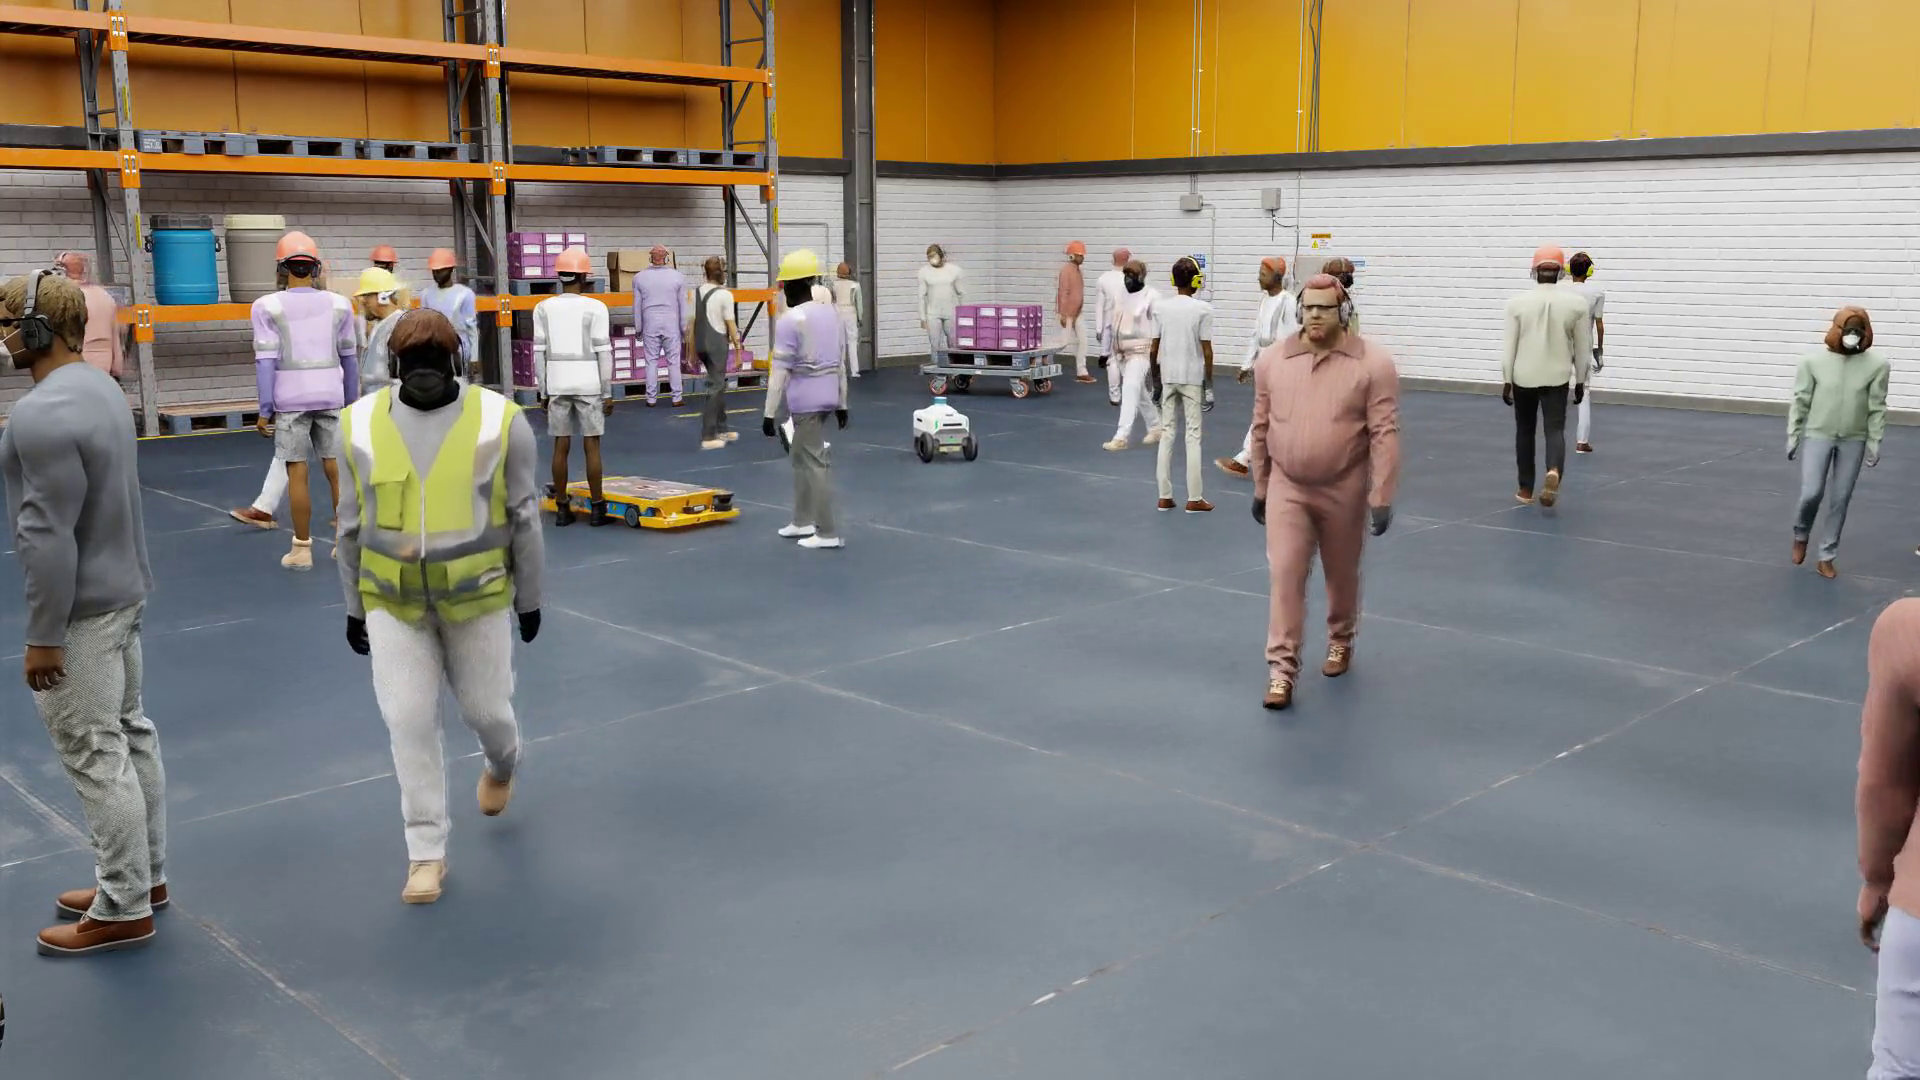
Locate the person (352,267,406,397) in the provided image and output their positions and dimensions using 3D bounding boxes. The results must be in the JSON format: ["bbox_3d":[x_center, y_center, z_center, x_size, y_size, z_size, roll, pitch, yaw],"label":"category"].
[{"bbox_3d":[-3.731,-0.877,10.950,0.422,1.809,0.687,-6,12,-30],"label":"person"}]

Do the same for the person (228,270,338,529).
[{"bbox_3d":[-4.509,-0.967,11.365,0.576,1.833,0.941,10,14,42],"label":"person"}]

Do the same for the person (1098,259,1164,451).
[{"bbox_3d":[1.695,-1.773,15.892,0.937,1.804,0.627,-8,13,-36],"label":"person"}]

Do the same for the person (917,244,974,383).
[{"bbox_3d":[-0.191,-3.035,22.501,0.793,1.899,0.448,-1,10,-7],"label":"person"}]

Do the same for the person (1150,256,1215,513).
[{"bbox_3d":[1.629,-1.133,12.190,0.513,1.872,0.331,7,12,32],"label":"person"}]

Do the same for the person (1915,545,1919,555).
[{"bbox_3d":[6.207,-0.756,10.296,0.326,1.857,0.556,3,11,16],"label":"person"}]

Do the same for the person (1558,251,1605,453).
[{"bbox_3d":[5.736,-1.745,15.524,0.532,1.871,0.319,4,11,23],"label":"person"}]

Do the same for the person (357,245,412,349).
[{"bbox_3d":[-5.890,-2.098,17.336,0.560,1.915,0.740,3,11,14],"label":"person"}]

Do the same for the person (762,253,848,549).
[{"bbox_3d":[-1.063,-0.892,10.765,0.713,1.900,0.629,6,12,29],"label":"person"}]

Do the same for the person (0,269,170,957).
[{"bbox_3d":[-2.501,0.206,4.743,0.364,1.934,0.630,-2,11,-13],"label":"person"}]

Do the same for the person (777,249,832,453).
[{"bbox_3d":[-1.462,-1.747,15.460,0.593,1.906,0.801,7,12,33],"label":"person"}]

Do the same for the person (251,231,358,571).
[{"bbox_3d":[-3.965,-0.835,10.090,0.615,2.041,0.376,-9,14,-41],"label":"person"}]

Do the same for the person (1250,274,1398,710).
[{"bbox_3d":[1.603,-0.242,7.373,0.661,1.862,0.985,4,11,22],"label":"person"}]

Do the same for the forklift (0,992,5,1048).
[{"bbox_3d":[-3.245,0.323,3.363,2.313,2.155,1.214,2,11,13],"label":"forklift"}]

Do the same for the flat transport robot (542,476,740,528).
[{"bbox_3d":[-2.309,-0.288,11.946,1.431,0.197,0.652,9,14,40],"label":"flat transport robot"}]

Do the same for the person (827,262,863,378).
[{"bbox_3d":[-1.638,-3.115,23.627,0.523,1.638,0.310,1,10,4],"label":"person"}]

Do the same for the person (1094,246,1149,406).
[{"bbox_3d":[1.910,-2.518,19.664,0.663,1.894,0.516,0,10,2],"label":"person"}]

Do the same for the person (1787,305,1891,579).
[{"bbox_3d":[5.178,-0.578,9.839,0.499,1.616,0.371,3,11,16],"label":"person"}]

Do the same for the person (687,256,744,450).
[{"bbox_3d":[-2.266,-1.787,15.881,0.515,1.820,0.739,8,13,37],"label":"person"}]

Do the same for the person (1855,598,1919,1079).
[{"bbox_3d":[1.775,0.663,2.792,0.572,1.747,0.485,10,14,44],"label":"person"}]

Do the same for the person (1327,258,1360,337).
[{"bbox_3d":[3.306,-1.627,15.006,0.658,1.824,0.635,-1,10,-7],"label":"person"}]

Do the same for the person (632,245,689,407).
[{"bbox_3d":[-3.520,-2.515,19.622,0.651,1.907,0.409,-1,10,-6],"label":"person"}]

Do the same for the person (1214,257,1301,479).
[{"bbox_3d":[2.555,-1.426,13.863,0.955,1.833,0.590,-2,11,-11],"label":"person"}]

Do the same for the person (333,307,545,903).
[{"bbox_3d":[-1.632,0.165,5.280,0.626,1.816,0.734,-1,10,-8],"label":"person"}]

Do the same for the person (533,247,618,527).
[{"bbox_3d":[-2.675,-1.057,11.591,0.548,1.937,0.379,1,10,8],"label":"person"}]

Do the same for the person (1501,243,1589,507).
[{"bbox_3d":[4.339,-1.207,12.341,0.623,1.968,0.811,2,11,13],"label":"person"}]

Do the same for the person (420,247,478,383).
[{"bbox_3d":[-4.708,-1.760,15.485,0.550,1.915,0.674,2,11,13],"label":"person"}]

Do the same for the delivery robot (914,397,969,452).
[{"bbox_3d":[-0.174,-1.052,15.081,0.477,0.478,0.707,-3,11,-18],"label":"delivery robot"}]

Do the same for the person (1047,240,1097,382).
[{"bbox_3d":[1.438,-3.147,22.949,0.856,1.958,0.637,6,12,32],"label":"person"}]

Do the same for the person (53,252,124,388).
[{"bbox_3d":[-7.054,-1.336,13.231,0.616,1.885,0.680,3,11,14],"label":"person"}]
